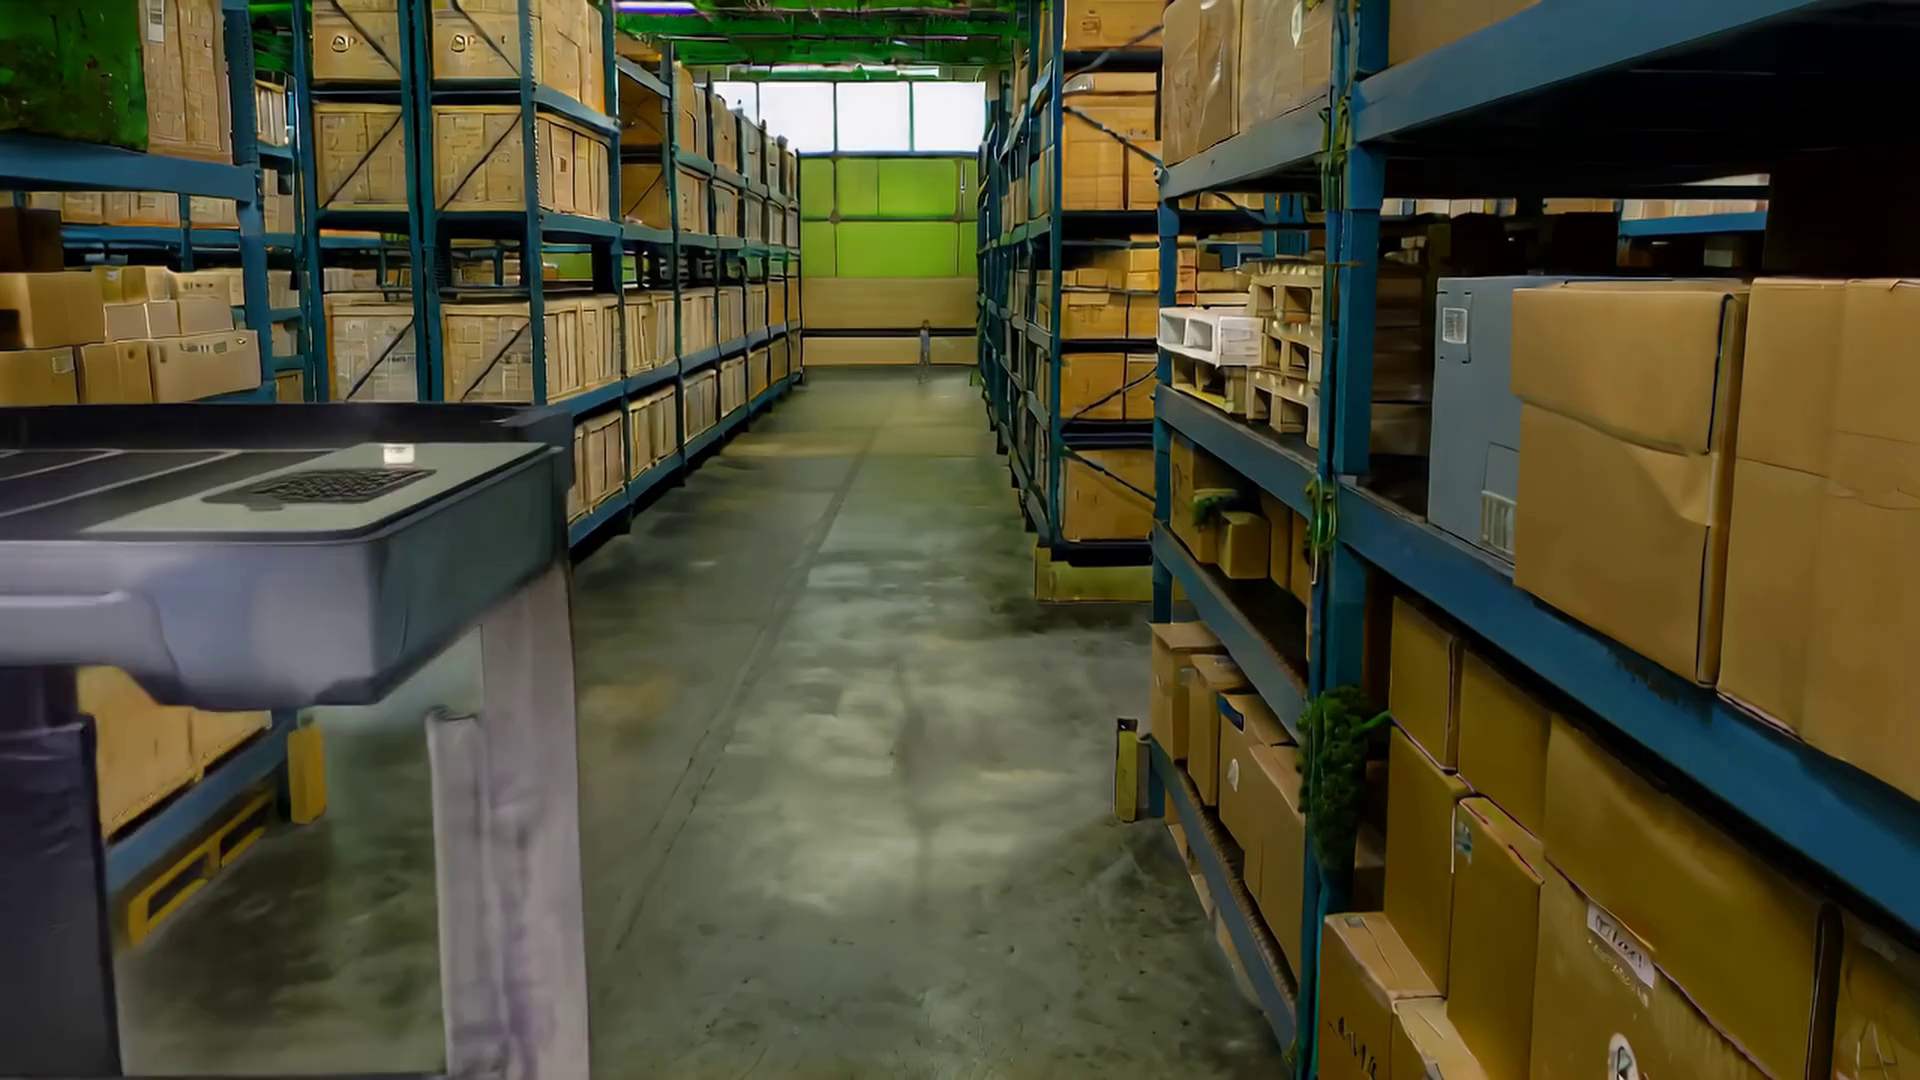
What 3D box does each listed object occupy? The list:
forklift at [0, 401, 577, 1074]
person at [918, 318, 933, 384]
[{"bbox_3d":[-1.056,1.177,2.642,1.129,2.768,1.873,0,9,-1],"label":"forklift"},{"bbox_3d":[-0.873,-4.976,43.889,0.524,1.725,0.493,0,9,1],"label":"person"}]
